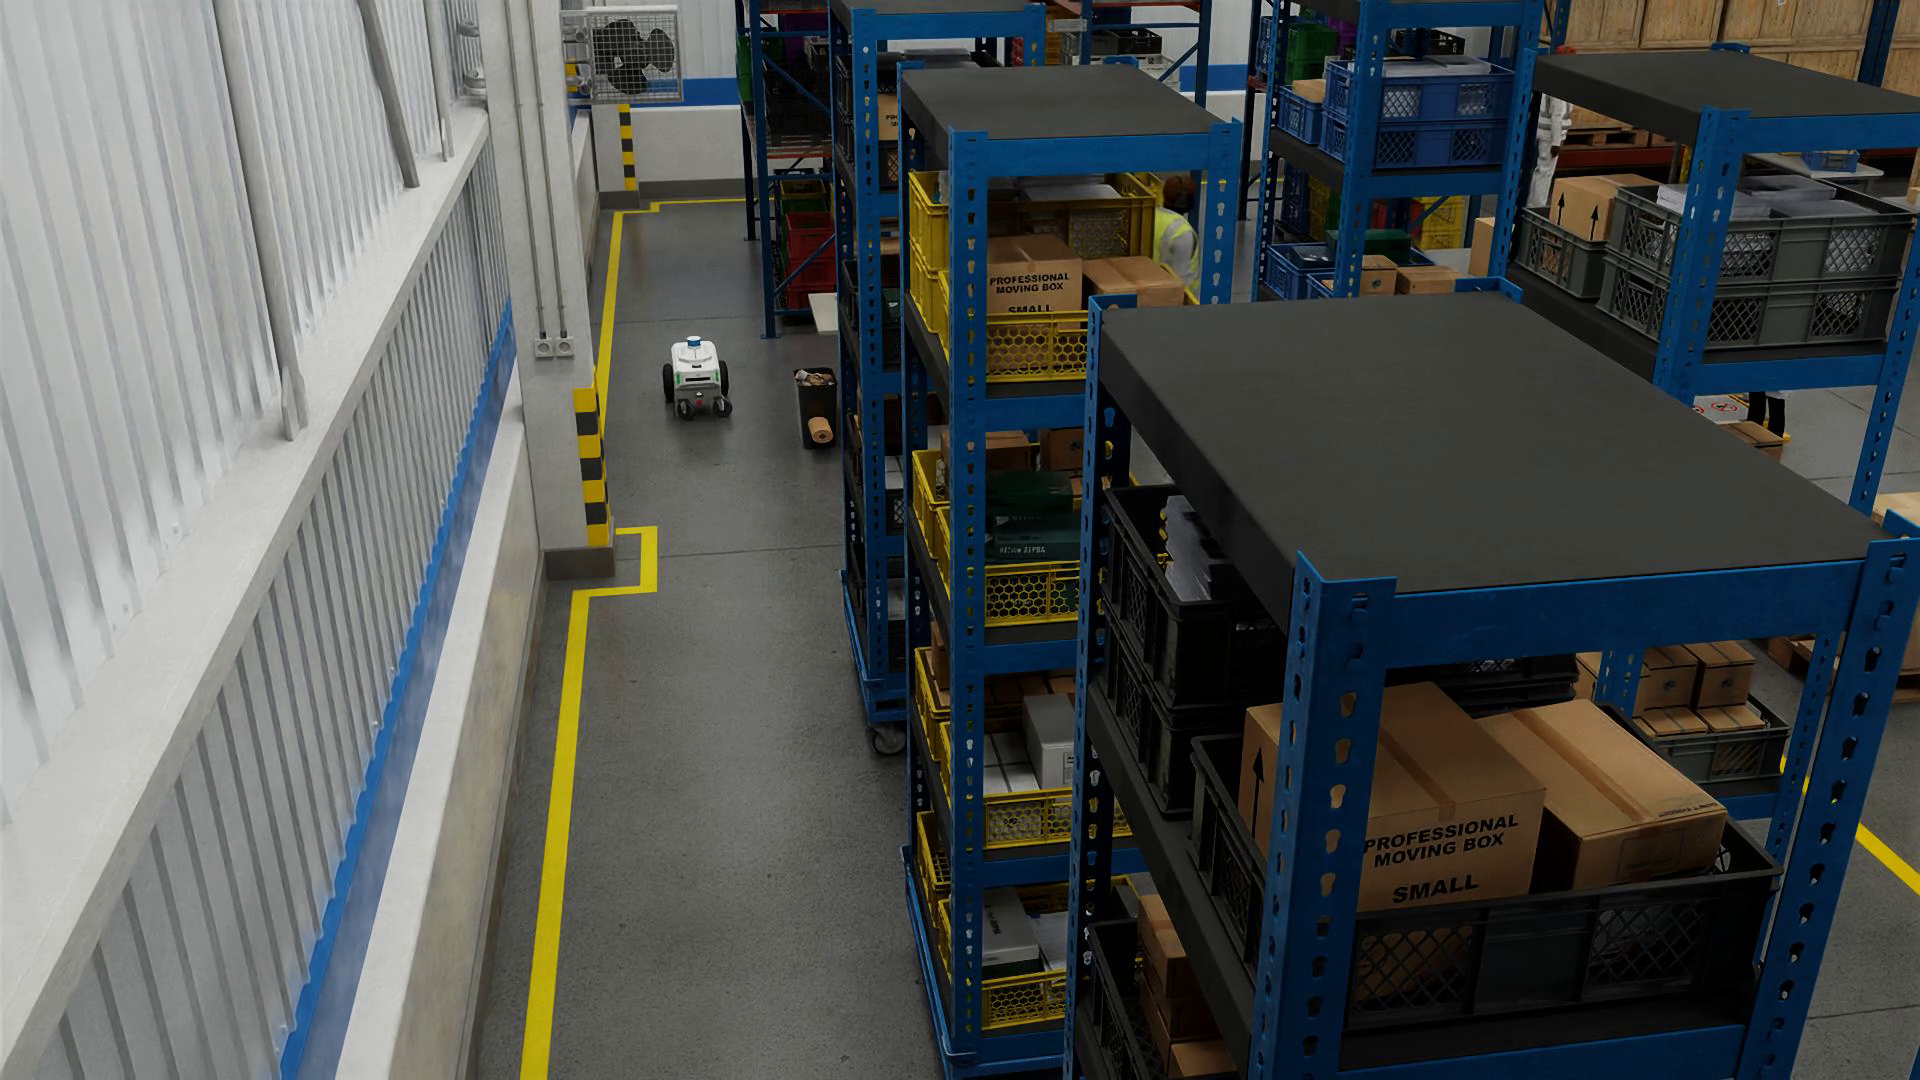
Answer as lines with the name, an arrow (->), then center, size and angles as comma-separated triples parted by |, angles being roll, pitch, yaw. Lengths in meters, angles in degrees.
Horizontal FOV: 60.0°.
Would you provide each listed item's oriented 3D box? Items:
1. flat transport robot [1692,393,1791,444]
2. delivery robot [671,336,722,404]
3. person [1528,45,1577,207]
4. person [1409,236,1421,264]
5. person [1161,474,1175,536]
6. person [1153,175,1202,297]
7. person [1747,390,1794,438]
flat transport robot -> 5.224, -0.859, 12.132 | 1.431, 0.197, 0.652 | -4, 25, -8
delivery robot -> -2.012, -1.308, 12.664 | 0.477, 0.478, 0.707 | -5, 25, -10
person -> 6.287, -4.273, 17.639 | 0.347, 1.882, 0.584 | 4, 25, 10
person -> 2.705, -0.983, 10.450 | 0.636, 1.927, 0.380 | 13, 28, 26
person -> 1.215, -0.444, 9.637 | 0.817, 1.595, 0.549 | 6, 25, 12
person -> 1.547, -1.776, 12.277 | 0.431, 1.833, 0.632 | -10, 27, -21
person -> 5.534, -1.267, 11.323 | 0.317, 1.698, 0.535 | -3, 25, -6
